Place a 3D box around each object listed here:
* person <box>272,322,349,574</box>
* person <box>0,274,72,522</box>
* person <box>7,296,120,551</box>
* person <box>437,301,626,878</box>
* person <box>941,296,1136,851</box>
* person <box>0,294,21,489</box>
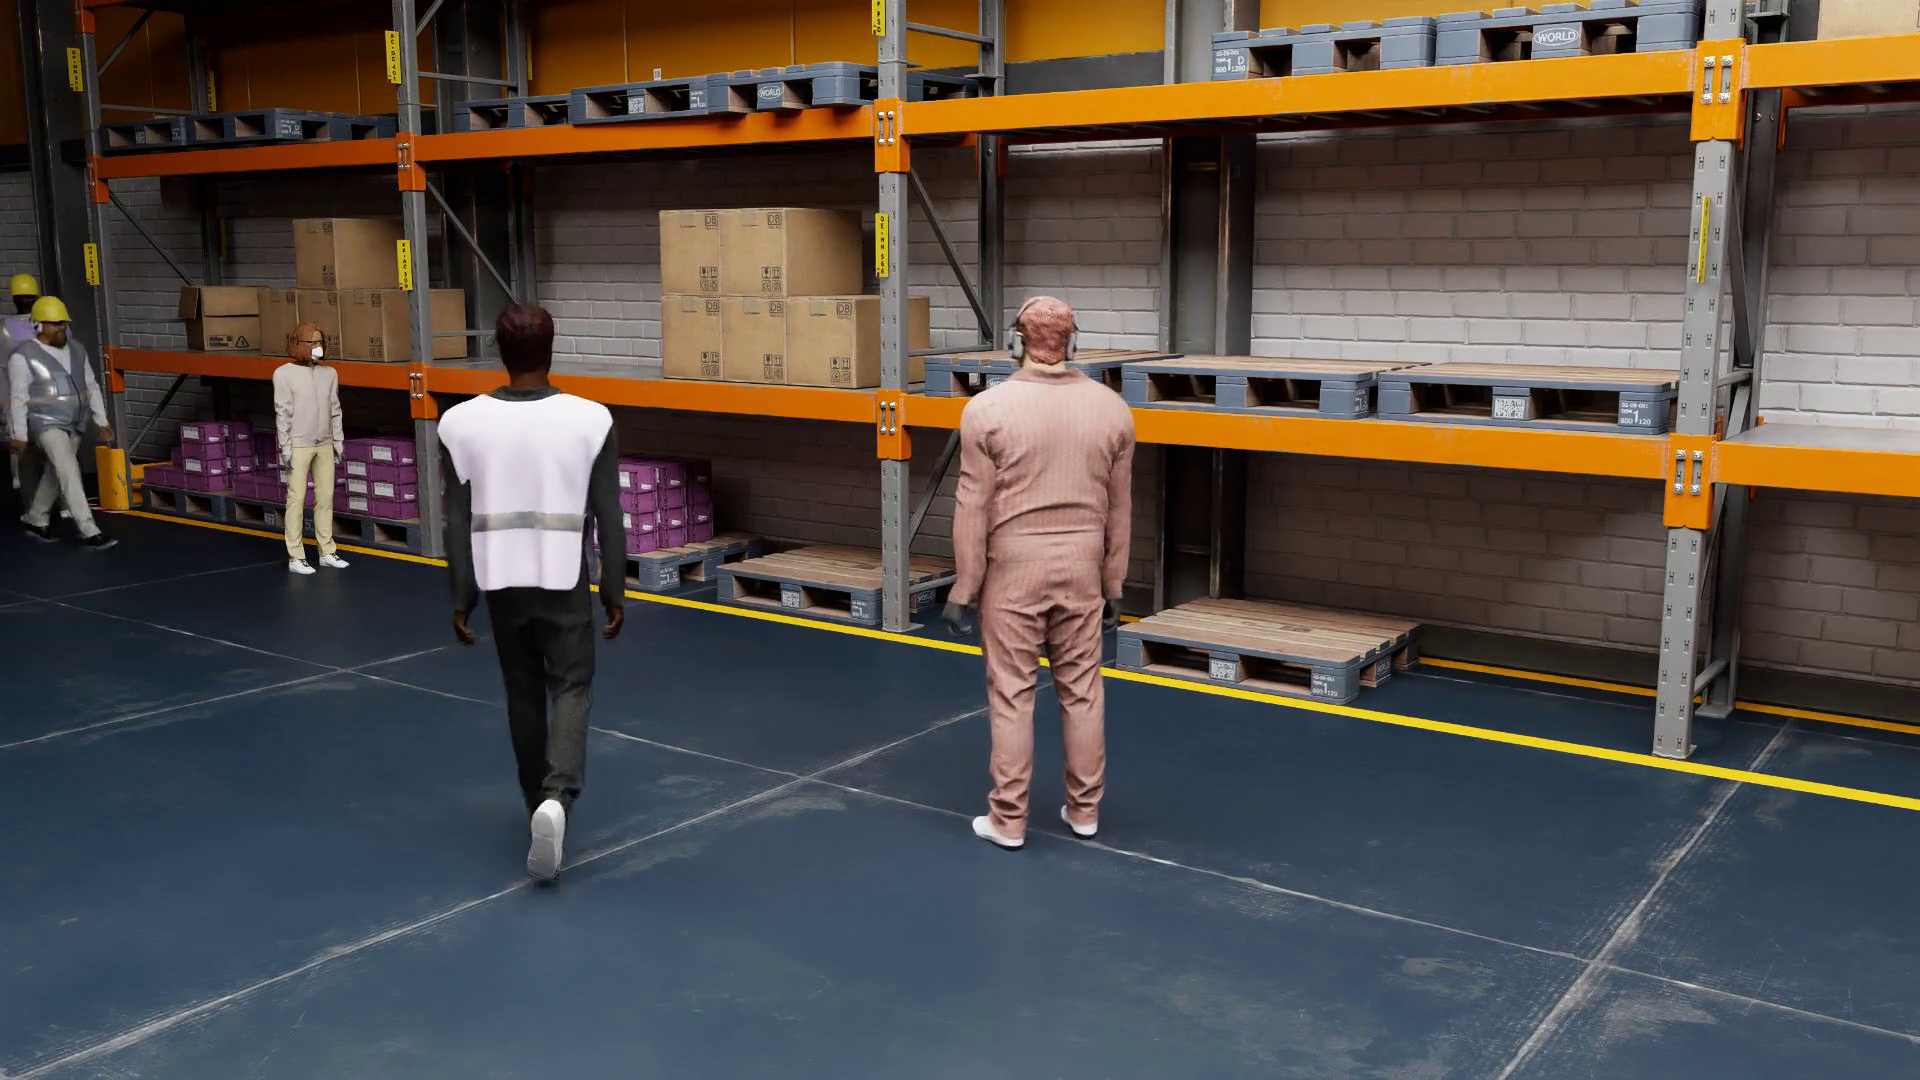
[{"bbox_3d":[-4.227,-0.597,10.833,0.277,1.629,0.497,6,11,30],"label":"person"},{"bbox_3d":[-7.192,-1.088,12.904,0.611,1.918,0.417,-7,12,-36],"label":"person"},{"bbox_3d":[-6.372,-0.826,11.734,0.945,1.785,0.588,3,10,15],"label":"person"},{"bbox_3d":[-1.422,0.152,5.581,0.594,1.896,0.821,-1,10,-4],"label":"person"},{"bbox_3d":[0.272,0.115,5.758,0.660,1.905,0.403,-3,10,-20],"label":"person"},{"bbox_3d":[-8.559,-1.372,14.721,0.520,1.871,0.326,-5,11,-25],"label":"person"}]
